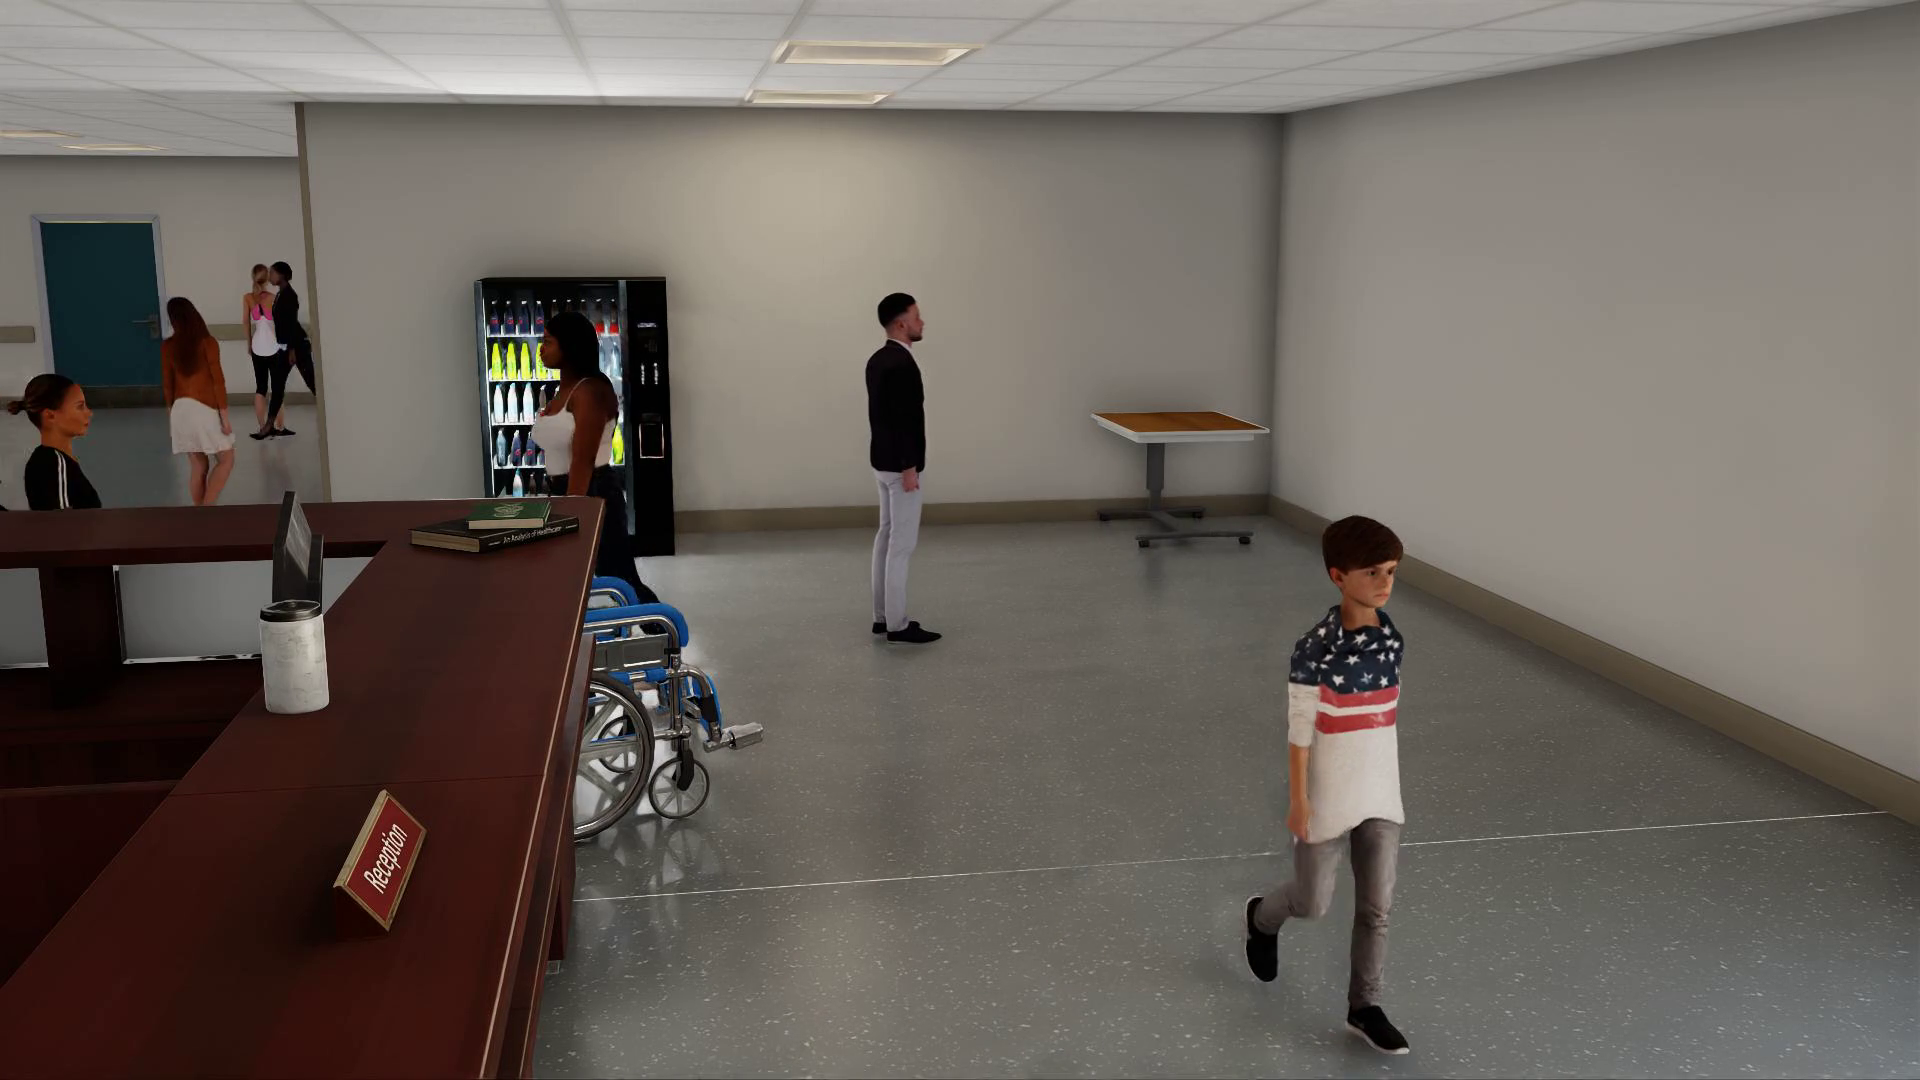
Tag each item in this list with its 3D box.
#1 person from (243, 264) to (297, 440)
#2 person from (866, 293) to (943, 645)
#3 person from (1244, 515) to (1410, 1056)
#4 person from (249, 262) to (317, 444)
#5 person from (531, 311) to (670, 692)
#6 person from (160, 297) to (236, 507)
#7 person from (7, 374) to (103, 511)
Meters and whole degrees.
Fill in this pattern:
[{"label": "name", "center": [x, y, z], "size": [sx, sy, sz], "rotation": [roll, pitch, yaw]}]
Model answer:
[{"label": "person", "center": [-7.162, -1.947, 17.190], "size": [0.565, 1.788, 0.731], "rotation": [2, 11, 8]}, {"label": "person", "center": [-0.346, -0.387, 8.821], "size": [0.586, 1.844, 0.676], "rotation": [-3, 11, -17]}, {"label": "person", "center": [1.008, 0.640, 4.520], "size": [0.818, 1.429, 0.704], "rotation": [-5, 12, -24]}, {"label": "person", "center": [-6.572, -1.841, 16.636], "size": [1.121, 1.787, 1.253], "rotation": [10, 15, 43]}, {"label": "person", "center": [-1.616, -0.120, 7.609], "size": [1.243, 1.771, 0.942], "rotation": [-6, 12, -30]}, {"label": "person", "center": [-5.352, -0.827, 11.573], "size": [0.709, 1.683, 0.801], "rotation": [2, 11, 11]}, {"label": "person", "center": [-3.348, 0.226, 6.082], "size": [0.785, 1.660, 0.705], "rotation": [-6, 12, -27]}]
